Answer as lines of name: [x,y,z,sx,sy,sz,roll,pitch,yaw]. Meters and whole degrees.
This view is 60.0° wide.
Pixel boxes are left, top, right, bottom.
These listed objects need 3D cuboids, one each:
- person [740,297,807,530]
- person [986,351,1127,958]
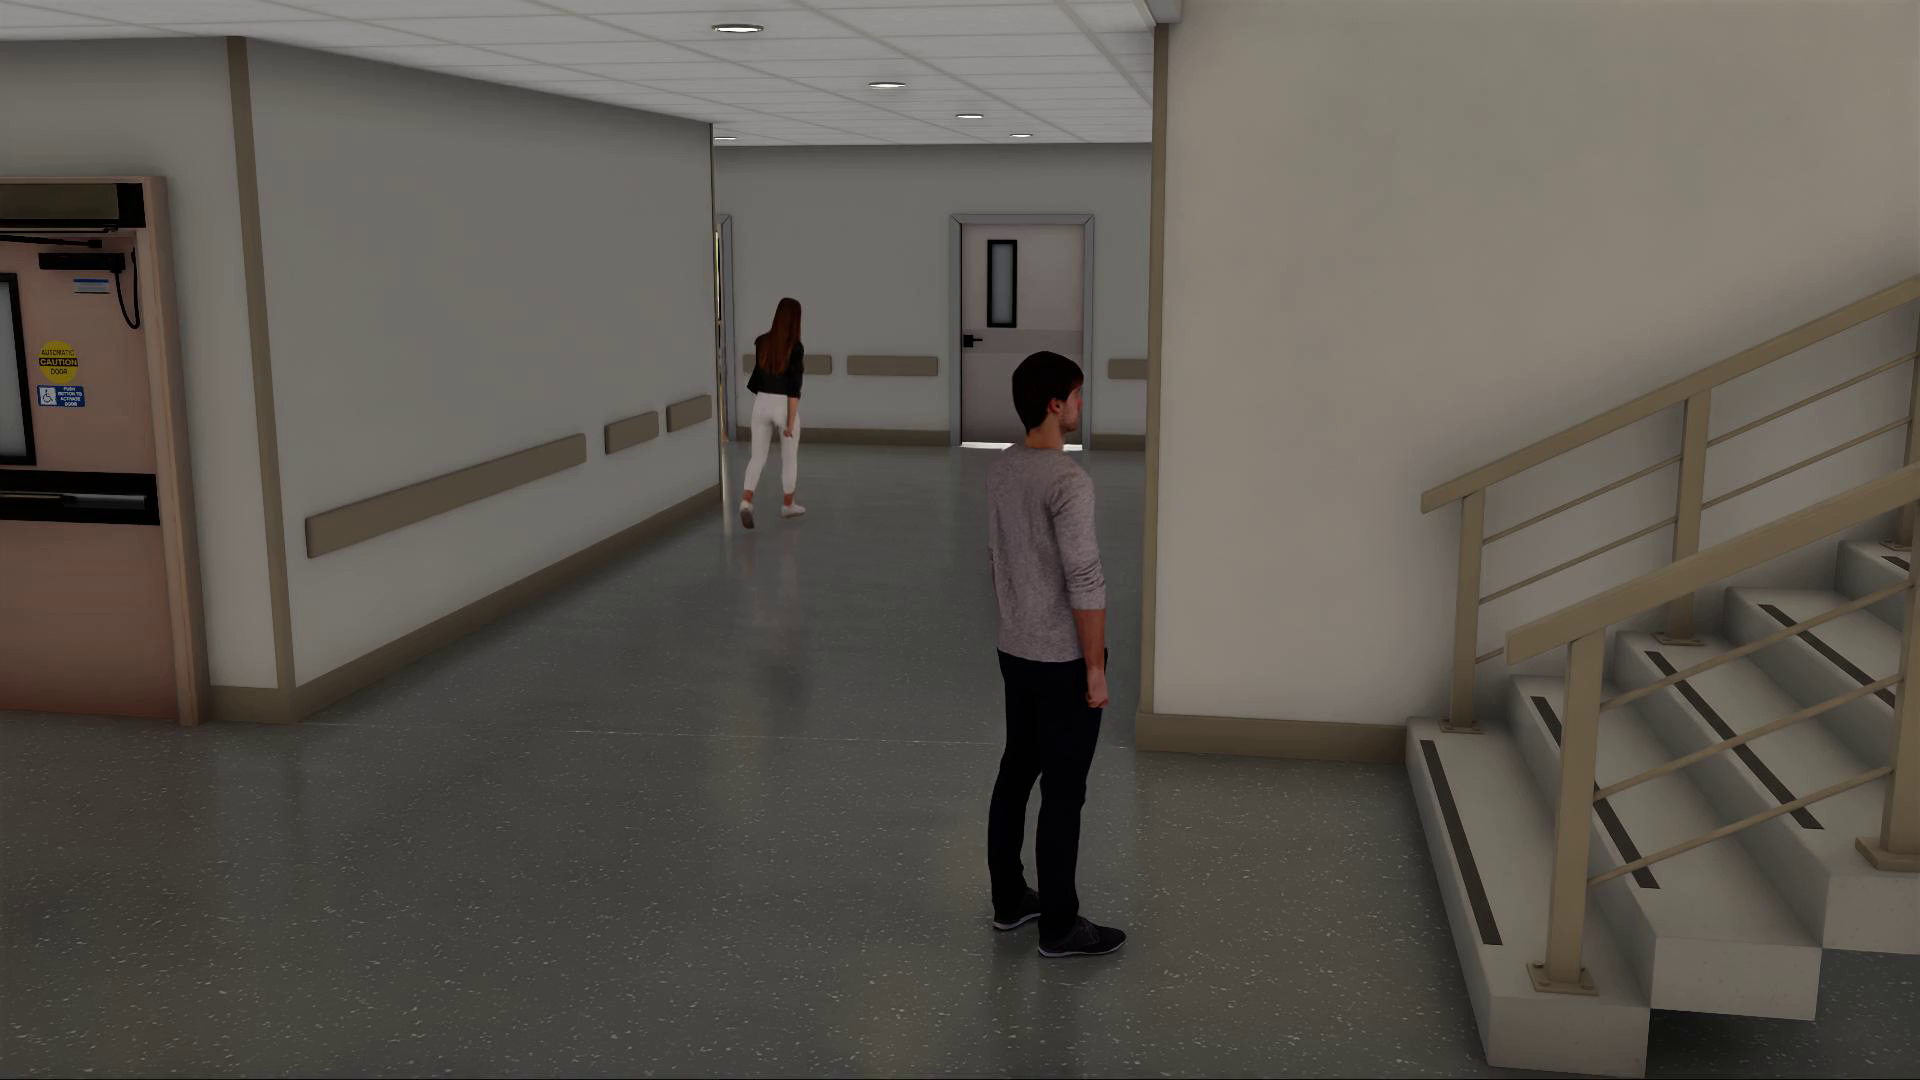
person: [-1.390,-0.898,12.128,1.109,1.661,0.770,3,11,14]
person: [0.261,0.342,5.105,0.772,1.844,0.731,-6,12,-30]
